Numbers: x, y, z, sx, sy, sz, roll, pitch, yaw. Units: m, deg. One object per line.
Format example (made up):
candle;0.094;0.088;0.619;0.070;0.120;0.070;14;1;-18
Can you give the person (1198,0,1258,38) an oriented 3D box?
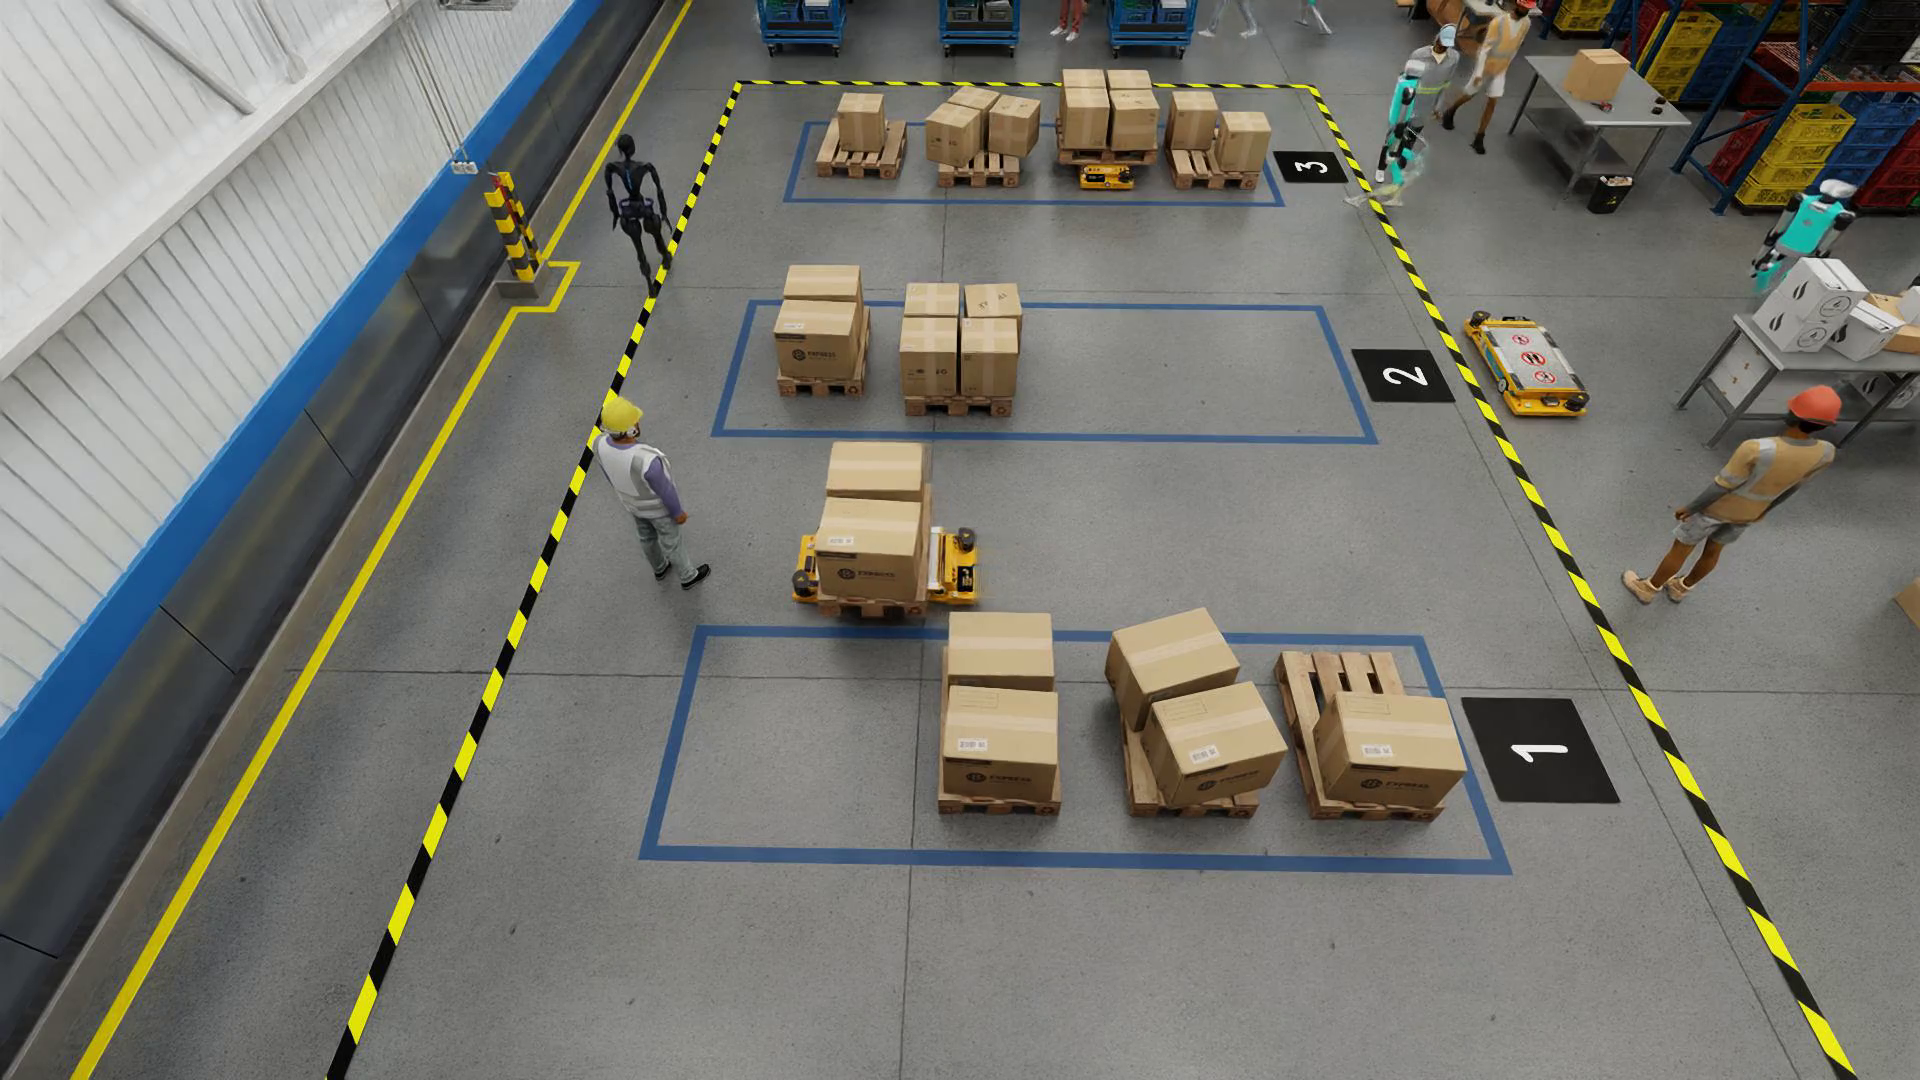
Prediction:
person;4.296;-8.606;14.030;0.877;1.703;0.496;13;50;11

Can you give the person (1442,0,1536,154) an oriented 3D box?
person;6.785;-6.059;11.702;0.542;1.897;0.952;-2;49;-1

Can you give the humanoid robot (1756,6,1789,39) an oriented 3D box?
humanoid robot;12.188;-8.047;13.586;0.735;1.631;0.599;-18;52;-15

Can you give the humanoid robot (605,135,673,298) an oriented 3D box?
humanoid robot;-3.368;-3.429;9.602;0.615;1.621;0.791;-6;49;-6

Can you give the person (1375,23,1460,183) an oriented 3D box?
person;5.504;-5.212;11.000;0.587;1.848;0.397;-1;49;-1

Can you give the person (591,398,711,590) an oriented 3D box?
person;-2.282;-0.311;6.767;0.589;1.834;0.404;20;52;17

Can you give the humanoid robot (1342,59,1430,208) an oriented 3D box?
humanoid robot;5.088;-4.545;10.483;0.965;1.731;0.546;9;50;8

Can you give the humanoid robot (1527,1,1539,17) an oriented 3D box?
humanoid robot;8.773;-8.573;14.023;0.584;1.639;0.504;-20;52;-16

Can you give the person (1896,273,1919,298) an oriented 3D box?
person;10.374;-3.170;9.245;0.334;1.837;0.507;-29;55;-23

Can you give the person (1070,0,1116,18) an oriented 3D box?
person;2.196;-9.316;14.440;0.755;2.025;0.625;18;52;15

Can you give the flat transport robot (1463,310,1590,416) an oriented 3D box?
flat transport robot;5.573;-1.757;9.054;0.659;0.231;1.431;1;49;1

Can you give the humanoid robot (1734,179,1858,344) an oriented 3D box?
humanoid robot;8.075;-2.646;8.915;0.803;1.886;0.553;-22;53;-18

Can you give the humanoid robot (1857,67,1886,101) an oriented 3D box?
humanoid robot;13.223;-7.039;12.732;0.612;1.627;0.794;0;49;0

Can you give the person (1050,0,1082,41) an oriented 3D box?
person;1.727;-8.697;13.974;0.393;1.915;0.589;-35;58;-26

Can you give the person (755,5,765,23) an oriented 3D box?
person;-2.863;-8.839;14.143;0.730;1.843;0.522;-21;52;-18

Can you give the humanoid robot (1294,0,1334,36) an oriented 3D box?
humanoid robot;5.601;-8.764;14.166;0.555;1.716;0.996;-32;56;-25

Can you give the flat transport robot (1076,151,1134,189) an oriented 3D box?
flat transport robot;1.845;-4.982;11.827;0.652;0.197;1.431;1;49;1

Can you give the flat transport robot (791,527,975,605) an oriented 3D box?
flat transport robot;-0.595;0.191;7.349;1.431;0.197;0.652;1;49;1

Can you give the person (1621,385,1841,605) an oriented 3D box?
person;5.535;-0.269;6.595;0.614;2.039;0.379;0;49;0
